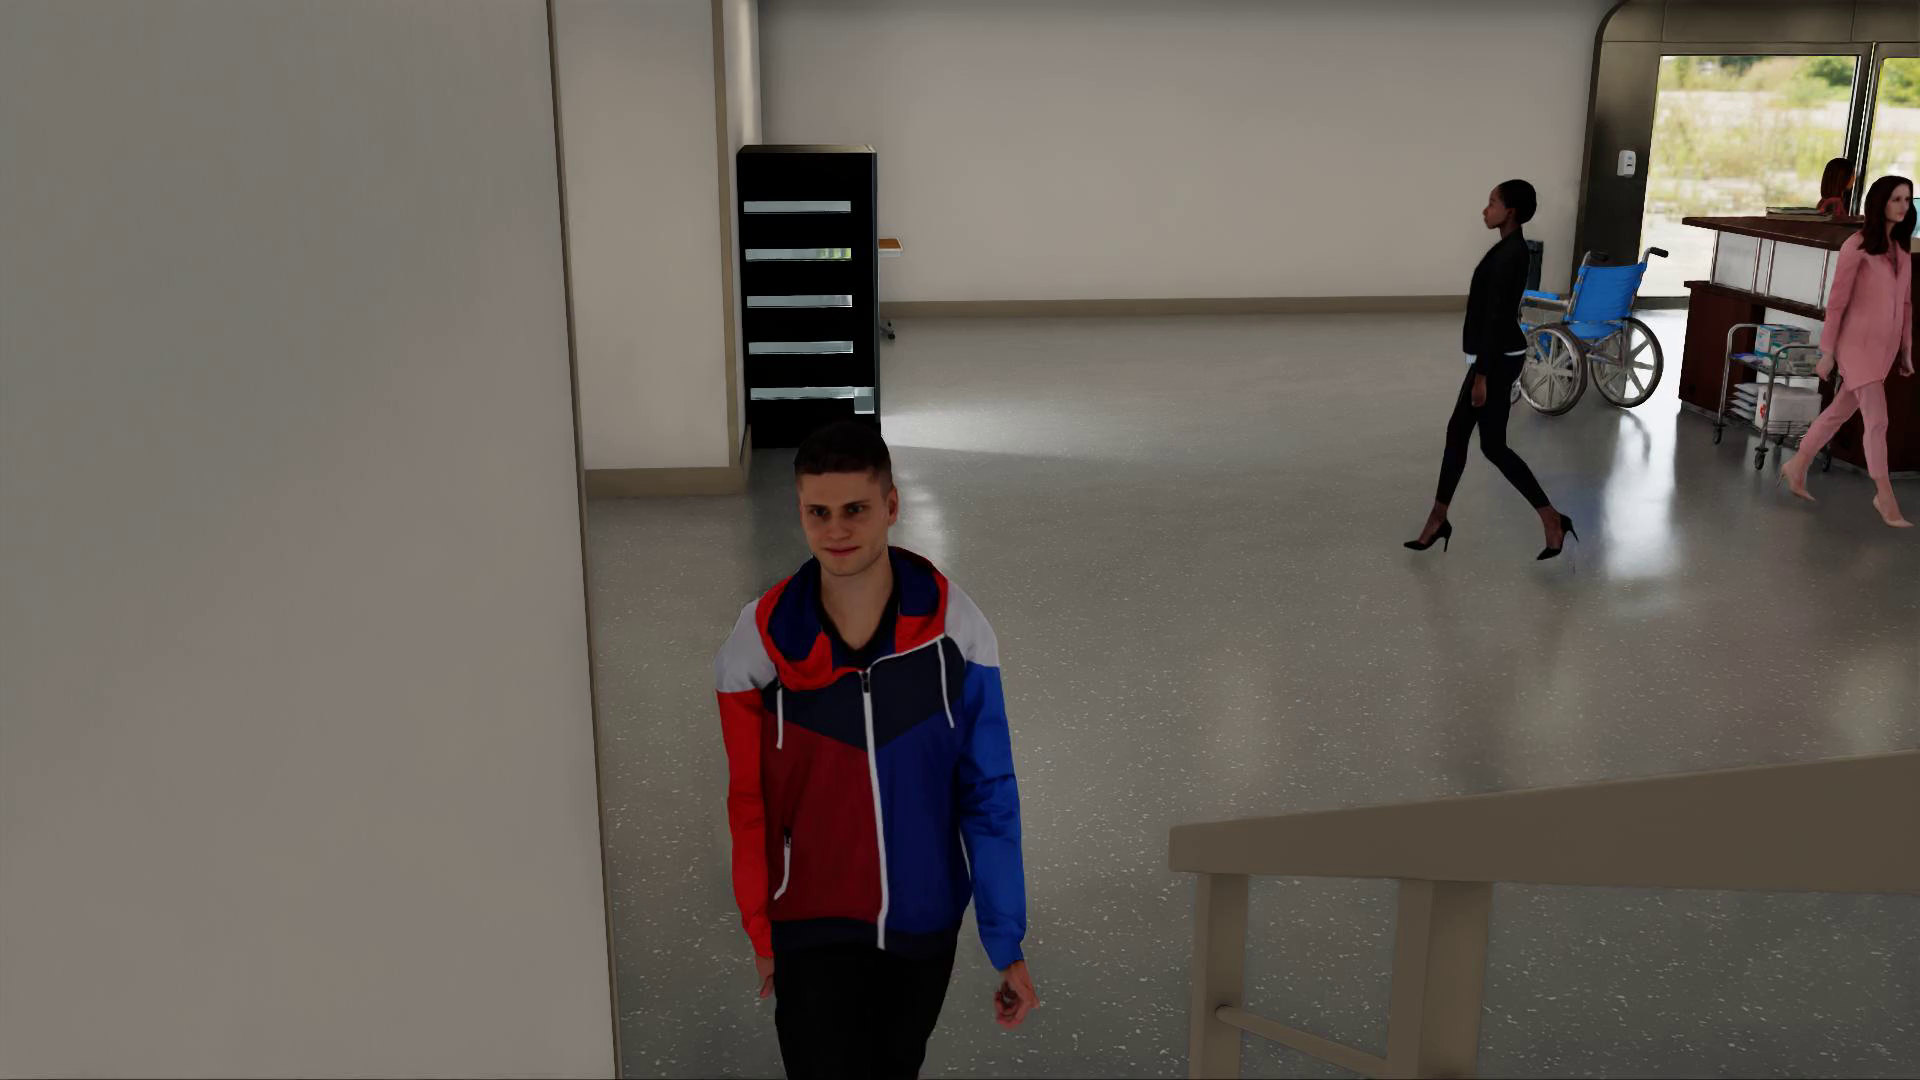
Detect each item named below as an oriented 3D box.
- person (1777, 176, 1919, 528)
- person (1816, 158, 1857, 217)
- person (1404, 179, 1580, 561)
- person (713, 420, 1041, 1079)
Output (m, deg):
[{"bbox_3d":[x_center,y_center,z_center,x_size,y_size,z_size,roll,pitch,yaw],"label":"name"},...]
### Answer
[{"bbox_3d":[4.679,-0.981,8.736,0.856,1.755,1.172,-6,17,-21],"label":"person"},{"bbox_3d":[6.379,-1.960,12.313,0.745,1.699,0.603,4,16,15],"label":"person"},{"bbox_3d":[2.581,-0.743,7.804,0.980,1.804,1.074,6,17,19],"label":"person"},{"bbox_3d":[-0.176,0.645,3.051,0.770,1.712,1.166,-4,16,-13],"label":"person"}]
